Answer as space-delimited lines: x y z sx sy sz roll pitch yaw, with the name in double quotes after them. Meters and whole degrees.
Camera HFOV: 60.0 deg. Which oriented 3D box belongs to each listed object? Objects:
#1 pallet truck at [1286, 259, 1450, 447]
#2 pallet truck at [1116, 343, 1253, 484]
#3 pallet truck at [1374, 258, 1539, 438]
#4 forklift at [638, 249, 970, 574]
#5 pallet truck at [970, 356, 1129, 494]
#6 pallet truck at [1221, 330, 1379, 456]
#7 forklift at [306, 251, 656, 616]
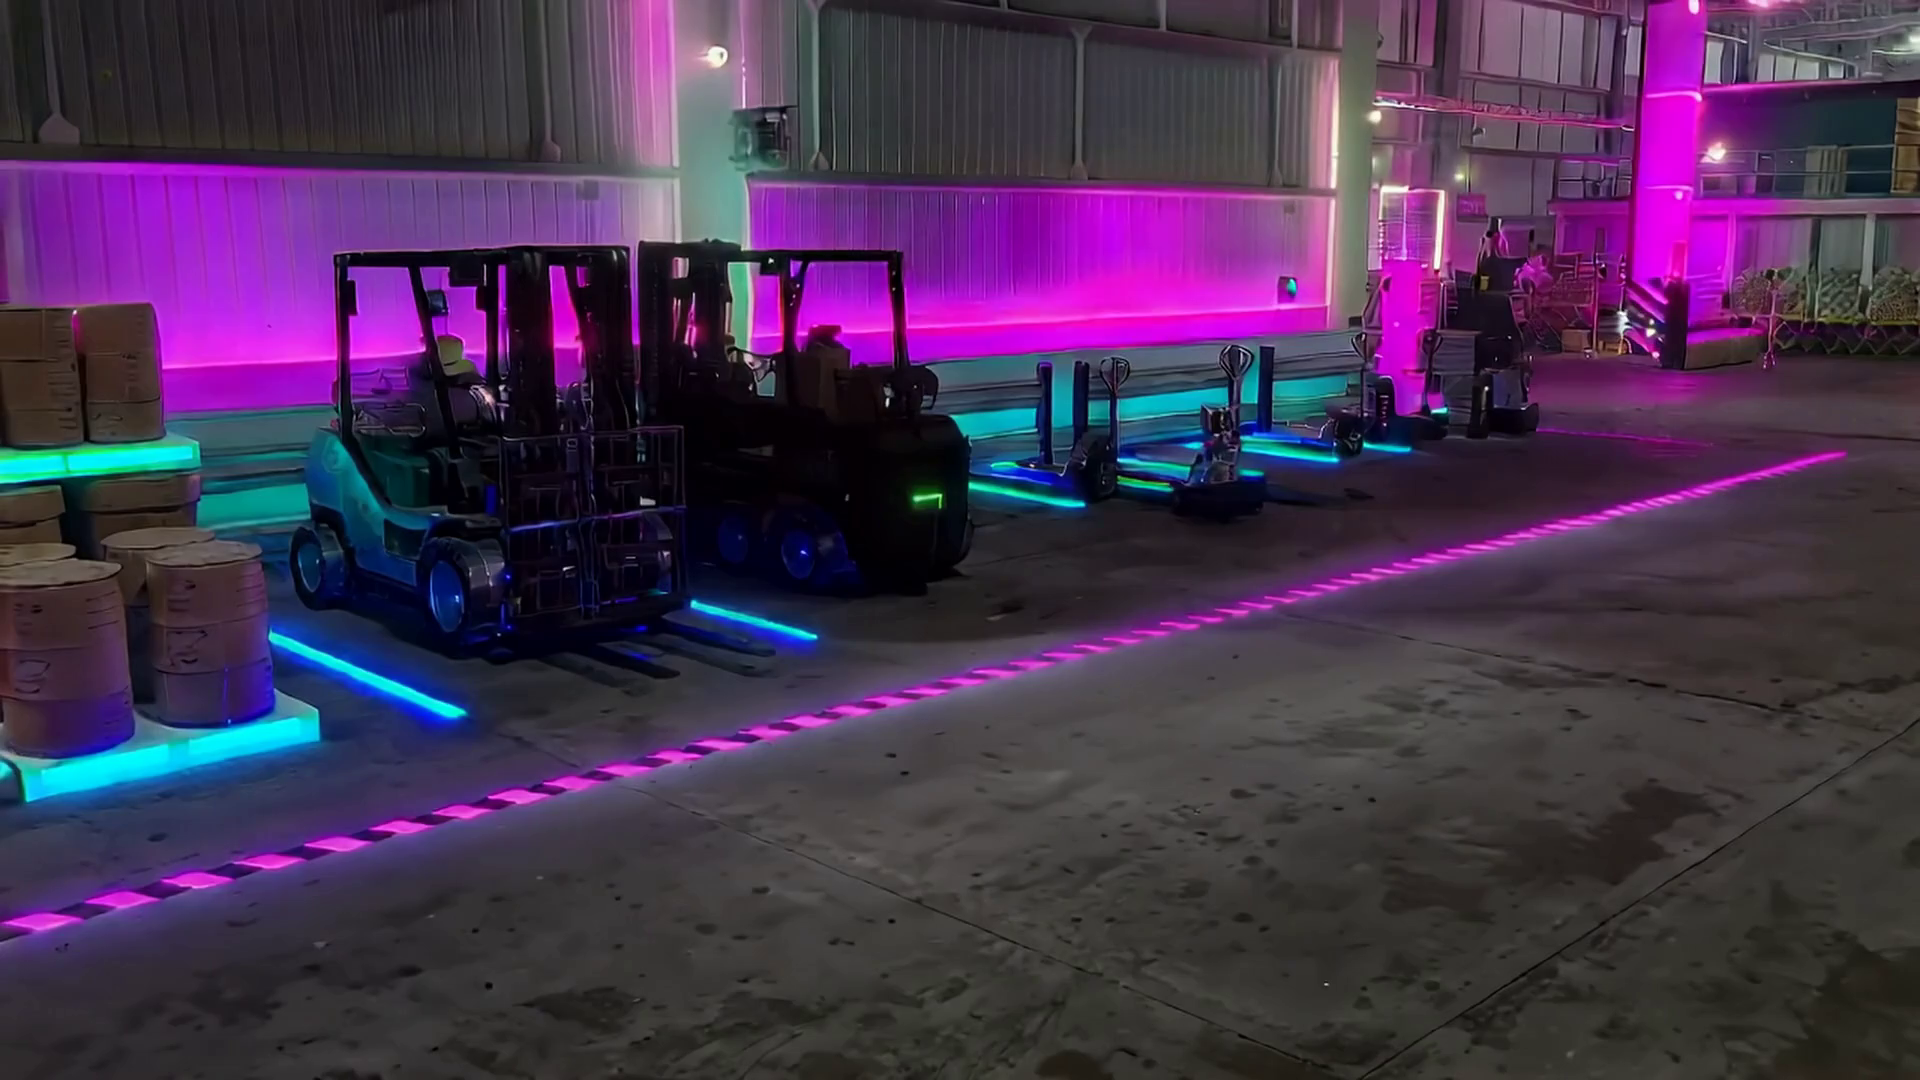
4.493 -2.078 18.196 0.823 1.965 1.885 -9 14 -40 "pallet truck"
1.962 -1.215 15.415 1.522 1.261 0.704 10 14 43 "pallet truck"
5.704 -2.208 18.901 1.885 1.965 0.823 10 14 43 "pallet truck"
-1.173 -0.958 11.239 2.680 1.987 1.157 10 14 43 "forklift"
0.784 -1.085 14.876 0.680 1.201 1.601 -10 14 -44 "pallet truck"
3.563 -1.581 17.381 0.653 1.274 1.630 -10 14 -44 "pallet truck"
-2.833 -0.669 9.694 1.157 1.987 2.680 -10 14 -44 "forklift"
